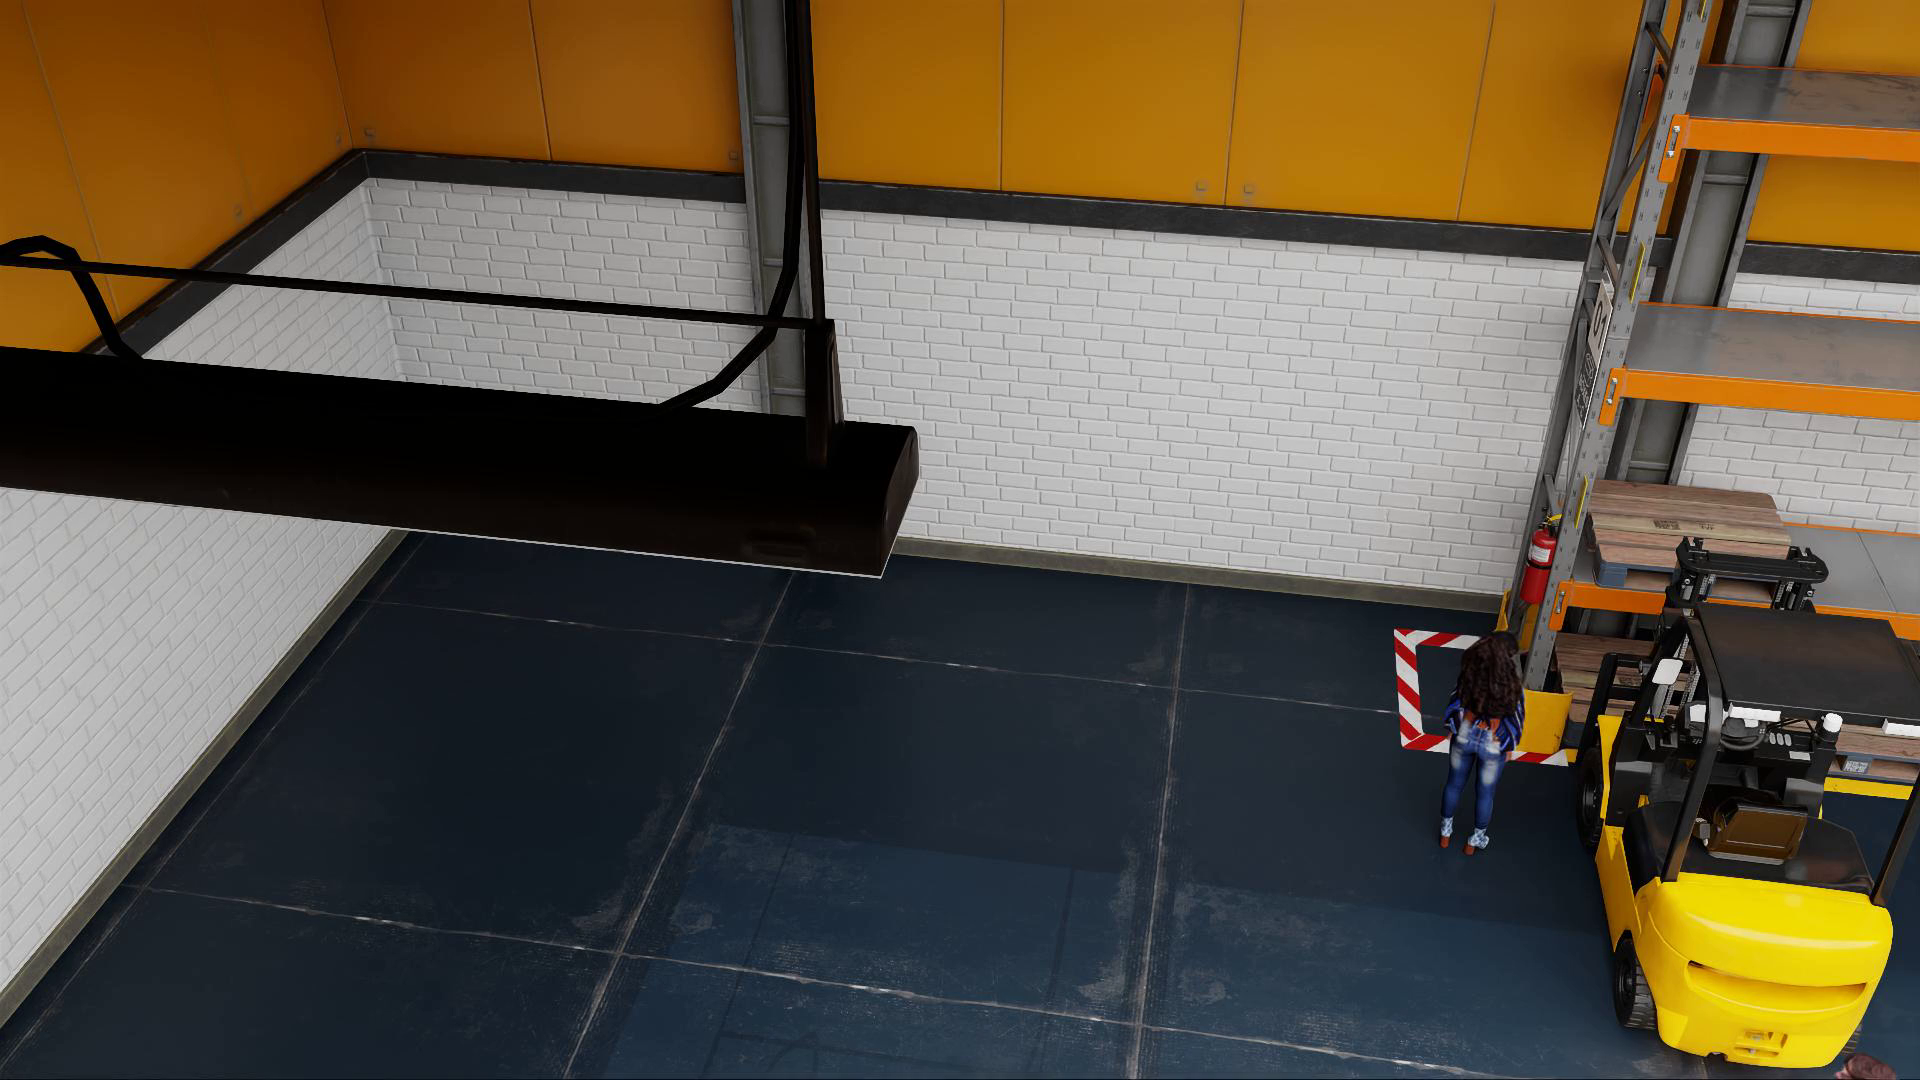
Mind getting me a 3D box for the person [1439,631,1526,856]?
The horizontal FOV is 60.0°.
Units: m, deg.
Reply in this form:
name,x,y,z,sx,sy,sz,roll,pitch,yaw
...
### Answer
name,x,y,z,sx,sy,sz,roll,pitch,yaw
person,3.095,1.203,9.905,0.627,1.615,0.745,21,39,29
